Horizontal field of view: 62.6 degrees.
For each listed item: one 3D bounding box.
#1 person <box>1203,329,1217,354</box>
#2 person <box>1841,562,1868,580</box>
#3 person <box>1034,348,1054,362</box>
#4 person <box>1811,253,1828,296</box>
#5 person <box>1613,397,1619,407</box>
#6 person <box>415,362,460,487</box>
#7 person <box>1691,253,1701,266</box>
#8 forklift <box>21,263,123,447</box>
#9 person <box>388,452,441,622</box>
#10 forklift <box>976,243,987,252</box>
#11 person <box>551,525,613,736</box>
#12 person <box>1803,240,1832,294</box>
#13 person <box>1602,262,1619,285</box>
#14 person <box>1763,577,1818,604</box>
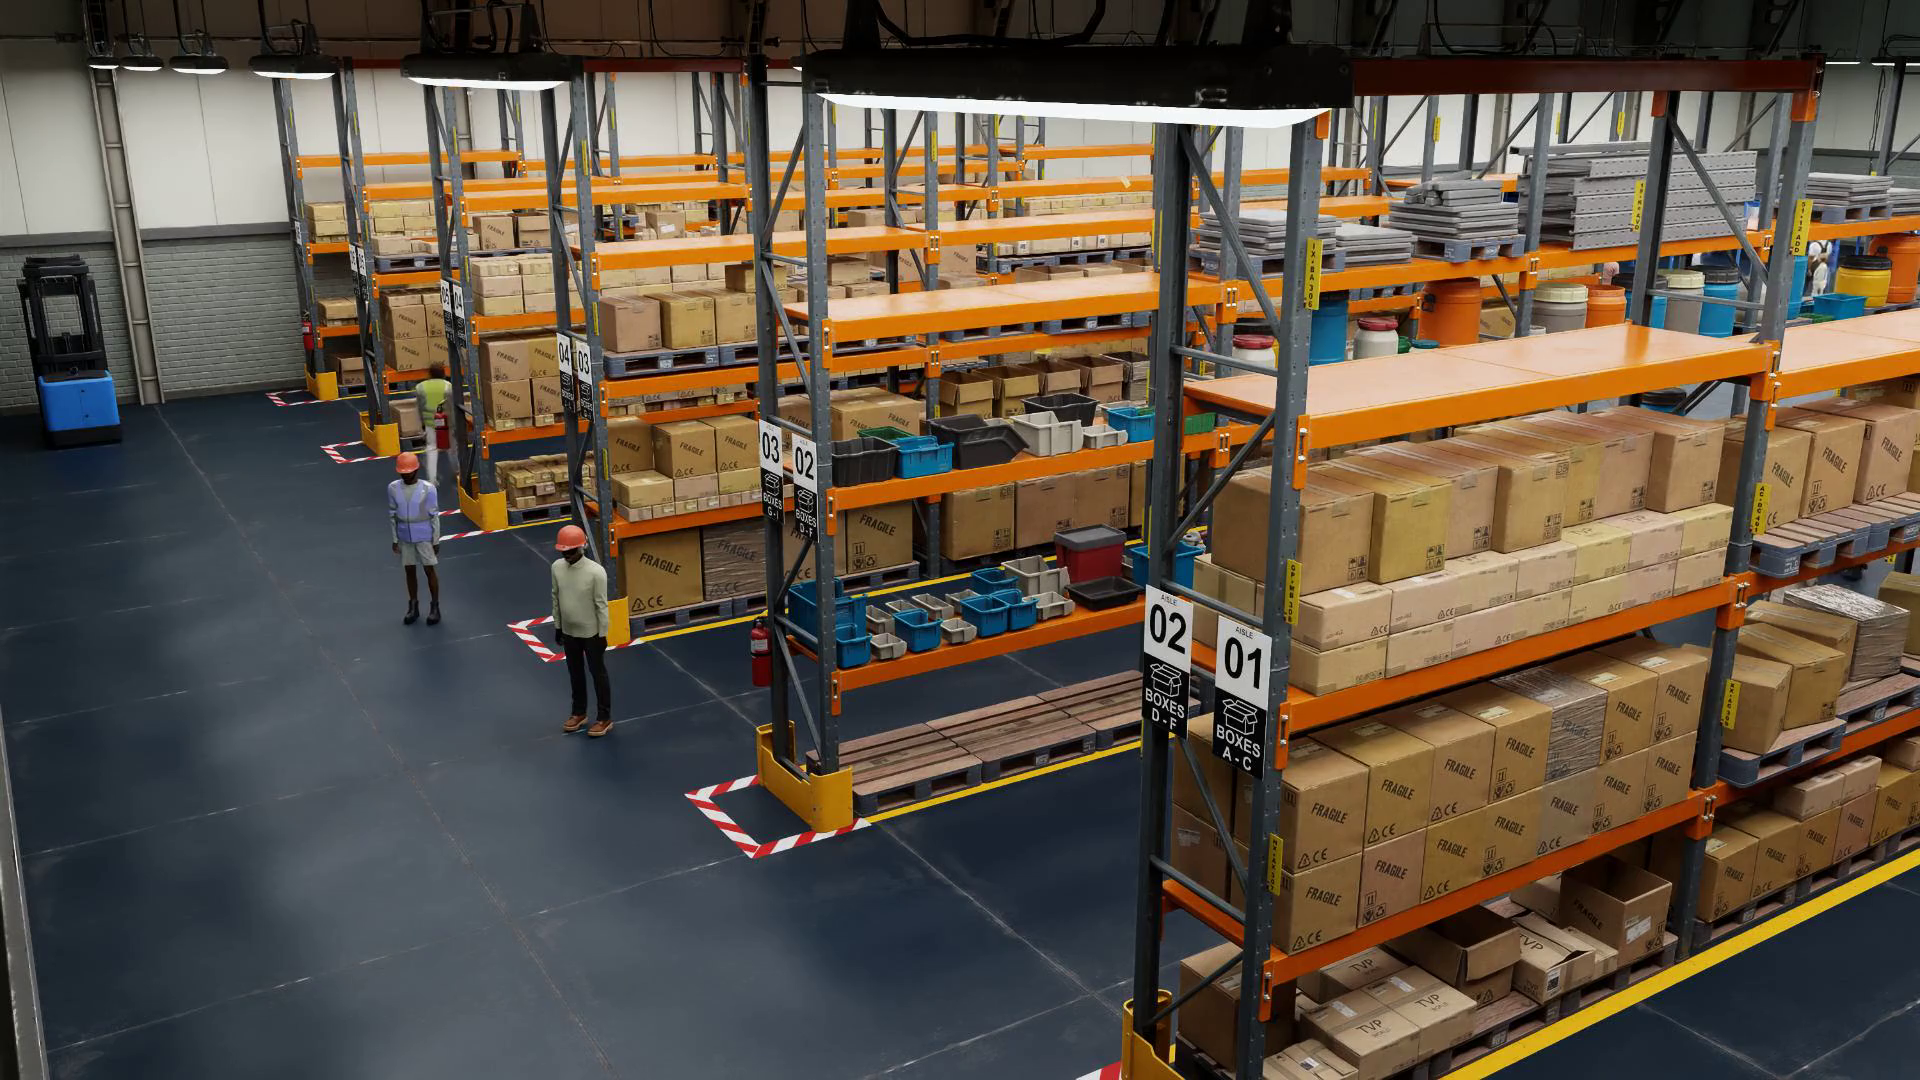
[{"bbox_3d":[4.118,-2.507,25.200,0.545,2.026,0.614,-11,20,-32],"label":"person"},{"bbox_3d":[10.799,-0.481,18.800,0.420,1.892,0.634,2,17,8],"label":"person"},{"bbox_3d":[1.363,-2.191,24.524,0.654,1.810,0.602,-11,20,-31],"label":"person"},{"bbox_3d":[20.288,-5.949,37.168,0.600,1.622,0.527,7,18,22],"label":"person"},{"bbox_3d":[10.574,-2.391,25.063,0.620,1.889,0.962,4,18,14],"label":"person"},{"bbox_3d":[-7.565,-1.694,22.947,0.641,1.793,0.998,-1,17,-2],"label":"person"},{"bbox_3d":[17.472,-6.289,37.757,0.452,1.936,0.628,4,17,13],"label":"person"},{"bbox_3d":[-14.518,-3.079,25.708,1.129,2.768,1.873,-10,20,-31],"label":"forklift"},{"bbox_3d":[-5.956,-0.032,17.257,0.545,1.929,0.389,1,17,4],"label":"person"},{"bbox_3d":[0.988,-5.474,34.718,1.214,2.155,2.313,-10,20,-31],"label":"forklift"},{"bbox_3d":[-3.462,0.812,14.391,0.615,1.987,0.407,8,19,25],"label":"person"},{"bbox_3d":[21.289,-6.802,39.332,0.689,2.000,1.032,-4,17,-11],"label":"person"},{"bbox_3d":[14.660,-5.688,35.836,0.409,1.908,0.643,-14,22,-38],"label":"person"},{"bbox_3d":[8.163,0.637,15.555,0.267,1.632,0.507,-12,21,-35],"label":"person"}]
